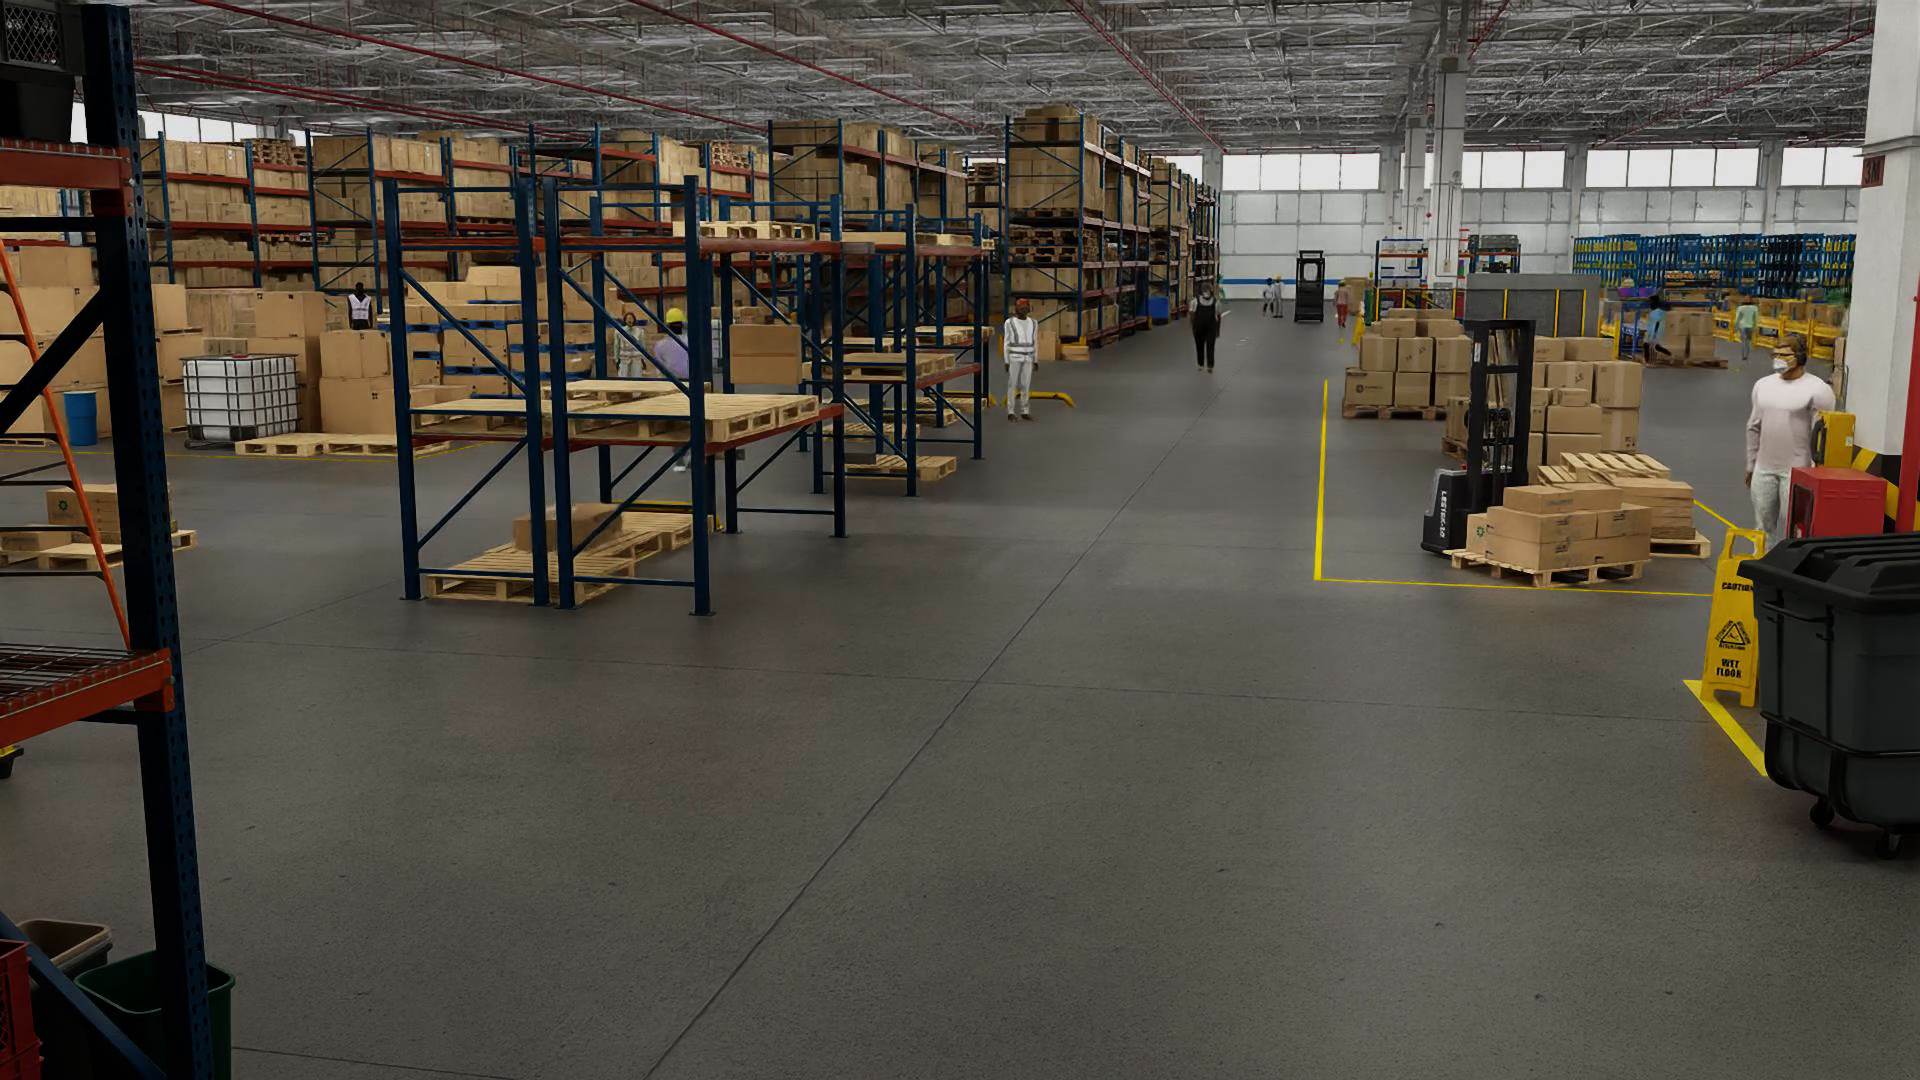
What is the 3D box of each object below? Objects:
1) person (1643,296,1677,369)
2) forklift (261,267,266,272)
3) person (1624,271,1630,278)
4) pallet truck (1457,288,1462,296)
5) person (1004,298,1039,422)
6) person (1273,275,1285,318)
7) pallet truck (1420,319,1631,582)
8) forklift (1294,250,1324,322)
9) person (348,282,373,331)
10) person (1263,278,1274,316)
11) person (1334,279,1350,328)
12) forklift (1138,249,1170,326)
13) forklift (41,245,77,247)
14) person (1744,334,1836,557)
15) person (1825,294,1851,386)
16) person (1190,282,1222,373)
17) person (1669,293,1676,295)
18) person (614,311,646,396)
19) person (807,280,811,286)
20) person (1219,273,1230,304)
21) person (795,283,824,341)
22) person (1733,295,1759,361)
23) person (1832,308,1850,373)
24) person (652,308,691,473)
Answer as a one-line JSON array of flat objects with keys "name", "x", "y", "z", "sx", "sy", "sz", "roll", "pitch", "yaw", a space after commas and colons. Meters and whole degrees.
[{"name": "person", "x": 15.796, "y": -4.677, "z": 37.533, "sx": 0.777, "sy": 1.672, "sz": 0.521, "roll": 0, "pitch": 10, "yaw": 0}, {"name": "forklift", "x": -24.355, "y": -8.655, "z": 57.457, "sx": 1.873, "sy": 2.768, "sz": 1.129, "roll": 5, "pitch": 11, "yaw": 28}, {"name": "person", "x": 32.299, "y": -12.093, "z": 80.572, "sx": 0.397, "sy": 1.949, "sz": 0.603, "roll": 5, "pitch": 11, "yaw": 30}, {"name": "pallet truck", "x": 20.506, "y": -9.785, "z": 68.819, "sx": 0.653, "sy": 1.274, "sz": 1.630, "roll": 2, "pitch": 10, "yaw": 12}, {"name": "person", "x": 0.939, "y": -2.746, "z": 25.416, "sx": 0.577, "sy": 1.882, "sz": 0.349, "roll": -5, "pitch": 11, "yaw": -26}, {"name": "person", "x": 13.457, "y": -10.287, "z": 70.259, "sx": 0.403, "sy": 1.827, "sz": 0.595, "roll": -5, "pitch": 11, "yaw": -27}, {"name": "pallet truck", "x": 4.543, "y": -0.757, "z": 13.299, "sx": 0.823, "sy": 1.965, "sz": 1.885, "roll": -4, "pitch": 10, "yaw": -22}, {"name": "forklift", "x": 13.778, "y": -10.002, "z": 65.433, "sx": 1.129, "sy": 2.768, "sz": 1.873, "roll": 2, "pitch": 10, "yaw": 12}, {"name": "person", "x": -14.927, "y": -5.462, "z": 41.432, "sx": 0.591, "sy": 1.910, "sz": 0.387, "roll": -6, "pitch": 11, "yaw": -31}, {"name": "person", "x": 13.442, "y": -10.567, "z": 72.409, "sx": 0.537, "sy": 1.656, "sz": 0.888, "roll": -2, "pitch": 10, "yaw": -13}, {"name": "person", "x": 13.697, "y": -8.461, "z": 59.631, "sx": 0.561, "sy": 1.746, "sz": 0.514, "roll": 3, "pitch": 10, "yaw": 17}, {"name": "forklift", "x": 6.761, "y": -9.267, "z": 61.081, "sx": 1.873, "sy": 2.768, "sz": 1.129, "roll": 2, "pitch": 10, "yaw": 12}, {"name": "forklift", "x": -23.518, "y": -6.320, "z": 43.632, "sx": 1.873, "sy": 2.768, "sz": 1.129, "roll": 2, "pitch": 10, "yaw": 12}, {"name": "person", "x": 5.955, "y": -0.510, "z": 12.011, "sx": 0.377, "sy": 1.940, "sz": 0.629, "roll": -5, "pitch": 11, "yaw": -28}, {"name": "person", "x": 17.259, "y": -3.847, "z": 32.158, "sx": 0.993, "sy": 1.817, "sz": 0.538, "roll": 5, "pitch": 11, "yaw": 27}, {"name": "person", "x": 5.397, "y": -4.707, "z": 36.564, "sx": 0.674, "sy": 2.000, "sz": 1.016, "roll": 2, "pitch": 10, "yaw": 11}, {"name": "person", "x": 34.614, "y": -12.044, "z": 80.609, "sx": 0.404, "sy": 1.837, "sz": 0.590, "roll": -5, "pitch": 11, "yaw": -25}, {"name": "person", "x": -5.304, "y": -2.851, "z": 26.753, "sx": 0.512, "sy": 1.641, "sz": 0.309, "roll": -4, "pitch": 11, "yaw": -25}, {"name": "person", "x": -5.618, "y": -8.881, "z": 62.290, "sx": 0.541, "sy": 1.696, "sz": 0.316, "roll": -3, "pitch": 10, "yaw": -19}, {"name": "person", "x": 14.446, "y": -13.861, "z": 91.763, "sx": 0.903, "sy": 1.702, "sz": 0.565, "roll": 7, "pitch": 12, "yaw": 34}, {"name": "person", "x": -3.471, "y": -4.910, "z": 38.126, "sx": 1.062, "sy": 1.923, "sz": 0.690, "roll": 8, "pitch": 12, "yaw": 38}, {"name": "person", "x": 19.152, "y": -5.174, "z": 40.584, "sx": 0.530, "sy": 1.598, "sz": 0.784, "roll": 2, "pitch": 10, "yaw": 9}, {"name": "person", "x": 19.404, "y": -4.527, "z": 35.871, "sx": 1.002, "sy": 1.911, "sz": 0.614, "roll": 3, "pitch": 10, "yaw": 16}, {"name": "person", "x": -3.272, "y": -1.739, "z": 19.370, "sx": 0.625, "sy": 1.909, "sz": 0.500, "roll": -5, "pitch": 11, "yaw": -25}]
